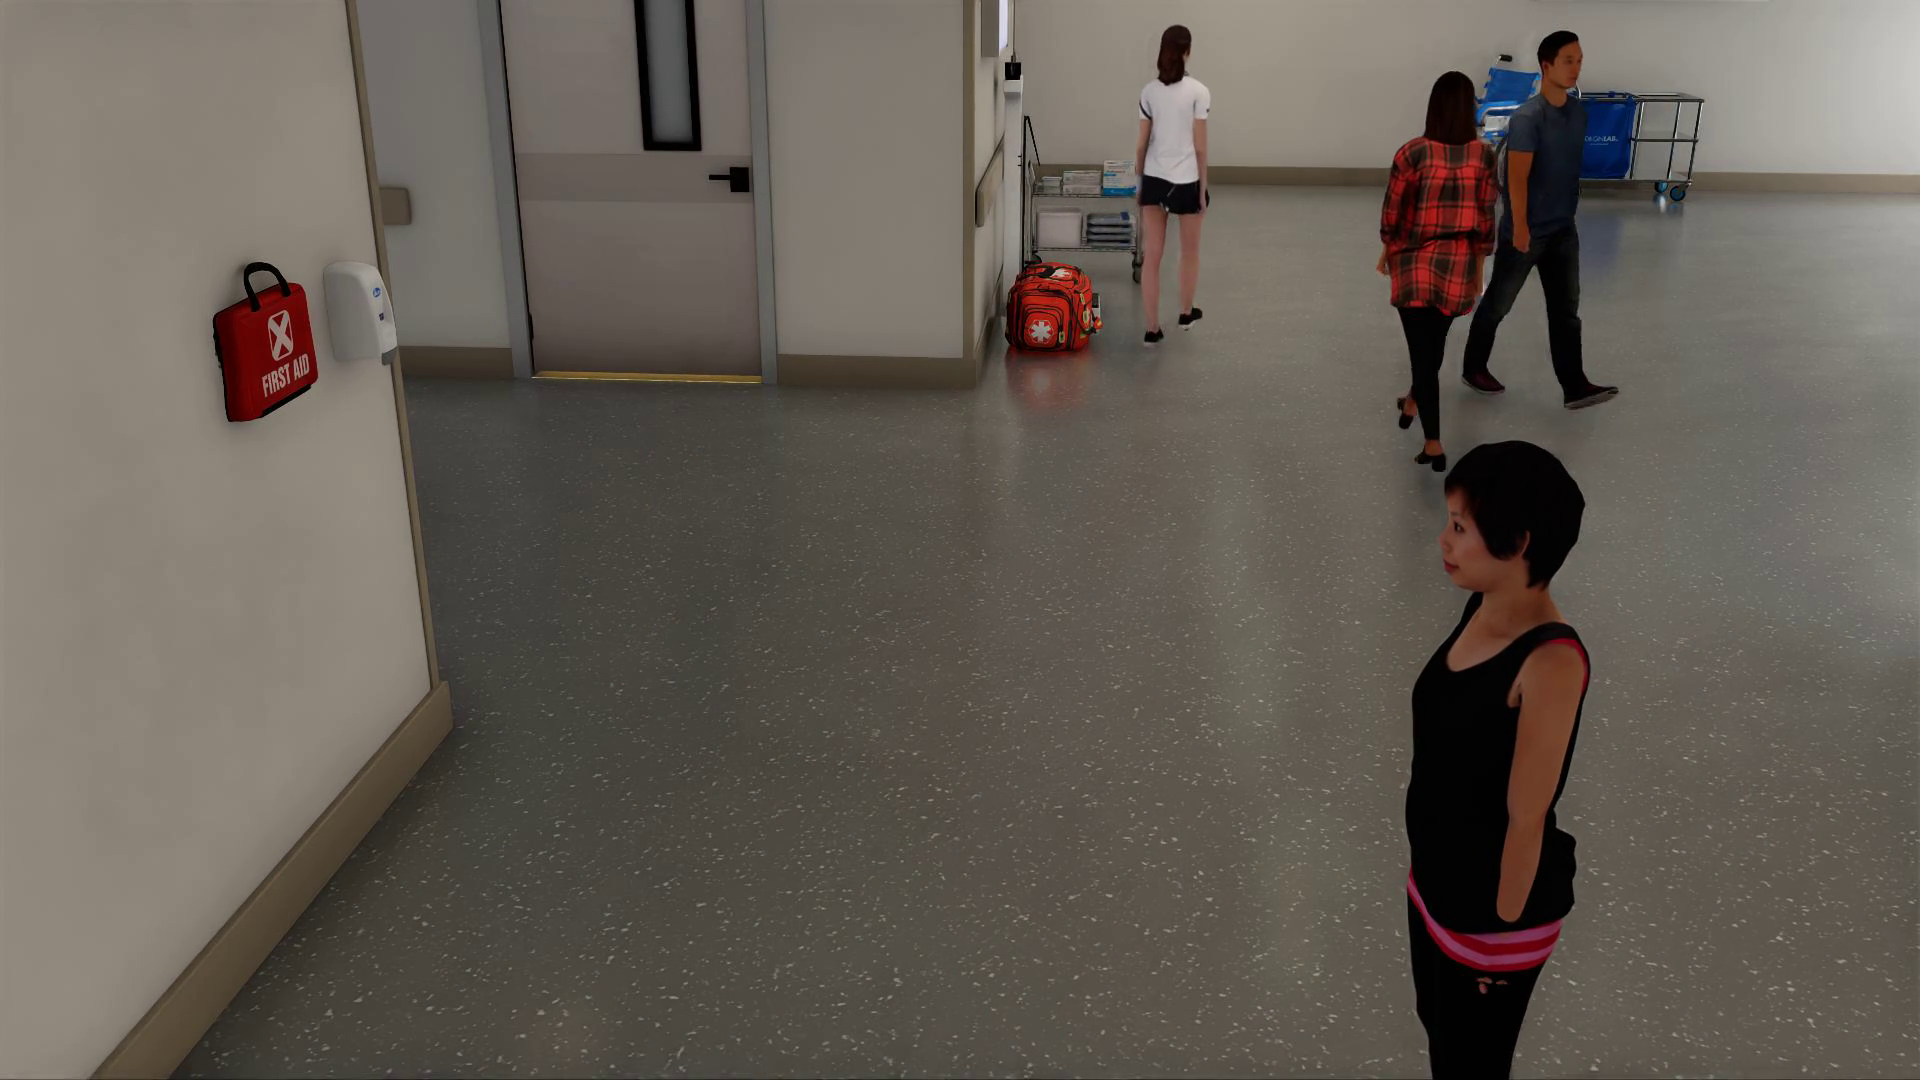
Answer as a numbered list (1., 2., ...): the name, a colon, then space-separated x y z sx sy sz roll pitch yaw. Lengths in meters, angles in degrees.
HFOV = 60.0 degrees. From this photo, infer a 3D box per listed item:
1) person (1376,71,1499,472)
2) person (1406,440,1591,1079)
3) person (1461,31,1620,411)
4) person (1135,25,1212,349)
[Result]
1. person: 2.048 -1.098 7.148 0.683 1.644 1.136 0 21 0
2. person: 0.913 0.575 2.865 0.627 1.549 0.485 0 21 -1
3. person: 2.732 -1.525 8.101 1.074 1.768 1.228 -11 24 -27
4. person: 1.145 -1.910 9.178 0.732 1.725 0.986 7 22 17
